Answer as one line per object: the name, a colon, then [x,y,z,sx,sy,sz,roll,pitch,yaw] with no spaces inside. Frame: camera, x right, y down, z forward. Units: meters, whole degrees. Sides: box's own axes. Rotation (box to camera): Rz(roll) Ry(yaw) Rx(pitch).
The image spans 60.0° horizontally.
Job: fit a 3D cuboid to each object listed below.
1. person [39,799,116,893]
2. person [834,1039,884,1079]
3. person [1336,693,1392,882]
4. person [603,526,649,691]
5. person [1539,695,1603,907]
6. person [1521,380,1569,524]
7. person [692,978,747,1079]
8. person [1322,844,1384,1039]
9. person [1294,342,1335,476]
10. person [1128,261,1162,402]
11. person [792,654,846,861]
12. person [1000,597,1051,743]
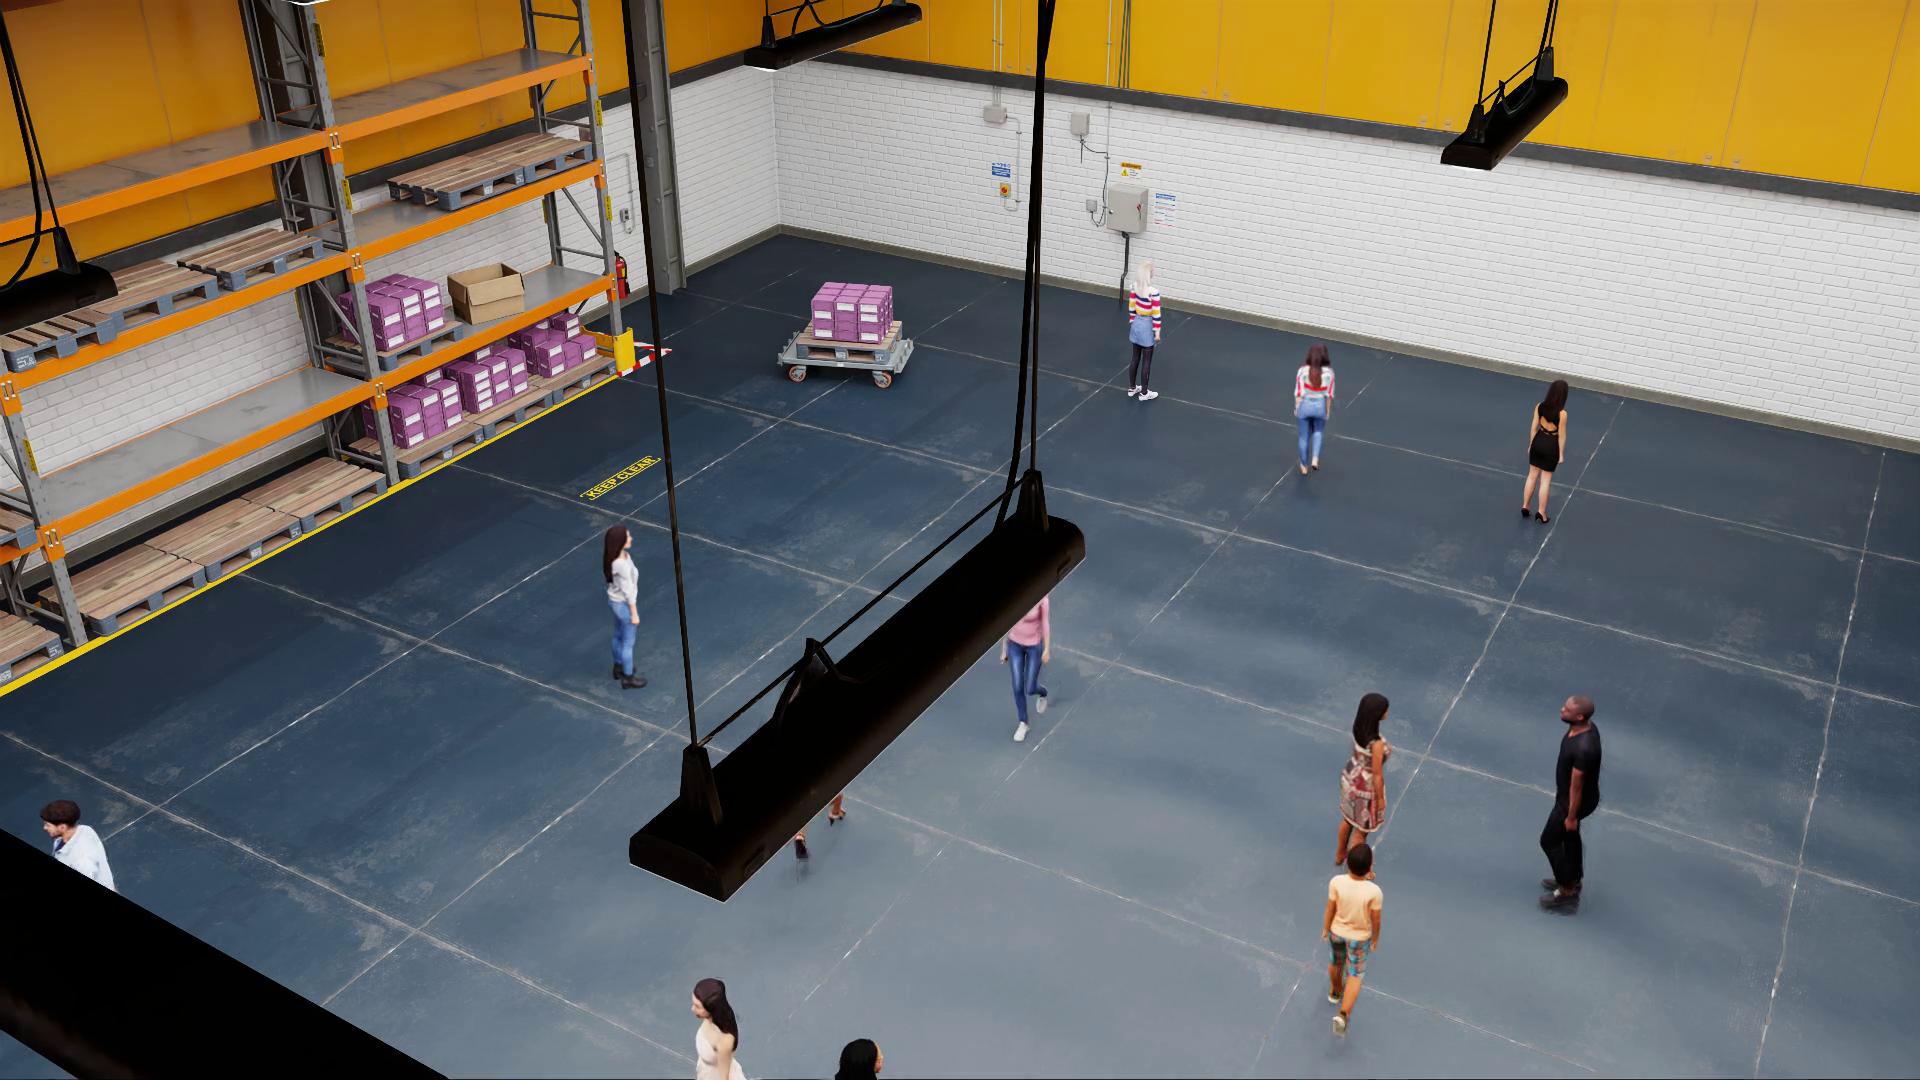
person: [-5.912,2.523,11.429,0.929,1.817,0.870,-14,31,-23]
person: [-0.644,3.584,9.587,0.917,1.718,0.833,-13,31,-22]
person: [3.087,1.882,12.784,0.787,1.644,0.702,-5,29,-8]
person: [-3.081,0.598,15.152,0.673,1.631,0.679,-16,33,-27]
person: [4.633,1.960,12.478,0.807,1.801,0.663,8,30,15]
person: [6.327,-0.957,17.990,0.593,1.643,0.623,-22,35,-34]
person: [-1.328,3.324,10.094,1.123,1.690,0.967,-12,31,-21]
person: [2.667,2.742,11.419,0.585,1.443,0.909,11,31,20]
person: [4.016,-1.463,18.958,0.723,1.605,0.780,2,29,4]
person: [2.308,-2.652,20.925,0.645,1.809,0.714,-21,35,-34]
person: [-1.125,1.705,12.998,0.761,1.751,1.139,8,30,15]
person: [0.604,0.907,14.483,0.592,1.731,0.774,13,31,23]
